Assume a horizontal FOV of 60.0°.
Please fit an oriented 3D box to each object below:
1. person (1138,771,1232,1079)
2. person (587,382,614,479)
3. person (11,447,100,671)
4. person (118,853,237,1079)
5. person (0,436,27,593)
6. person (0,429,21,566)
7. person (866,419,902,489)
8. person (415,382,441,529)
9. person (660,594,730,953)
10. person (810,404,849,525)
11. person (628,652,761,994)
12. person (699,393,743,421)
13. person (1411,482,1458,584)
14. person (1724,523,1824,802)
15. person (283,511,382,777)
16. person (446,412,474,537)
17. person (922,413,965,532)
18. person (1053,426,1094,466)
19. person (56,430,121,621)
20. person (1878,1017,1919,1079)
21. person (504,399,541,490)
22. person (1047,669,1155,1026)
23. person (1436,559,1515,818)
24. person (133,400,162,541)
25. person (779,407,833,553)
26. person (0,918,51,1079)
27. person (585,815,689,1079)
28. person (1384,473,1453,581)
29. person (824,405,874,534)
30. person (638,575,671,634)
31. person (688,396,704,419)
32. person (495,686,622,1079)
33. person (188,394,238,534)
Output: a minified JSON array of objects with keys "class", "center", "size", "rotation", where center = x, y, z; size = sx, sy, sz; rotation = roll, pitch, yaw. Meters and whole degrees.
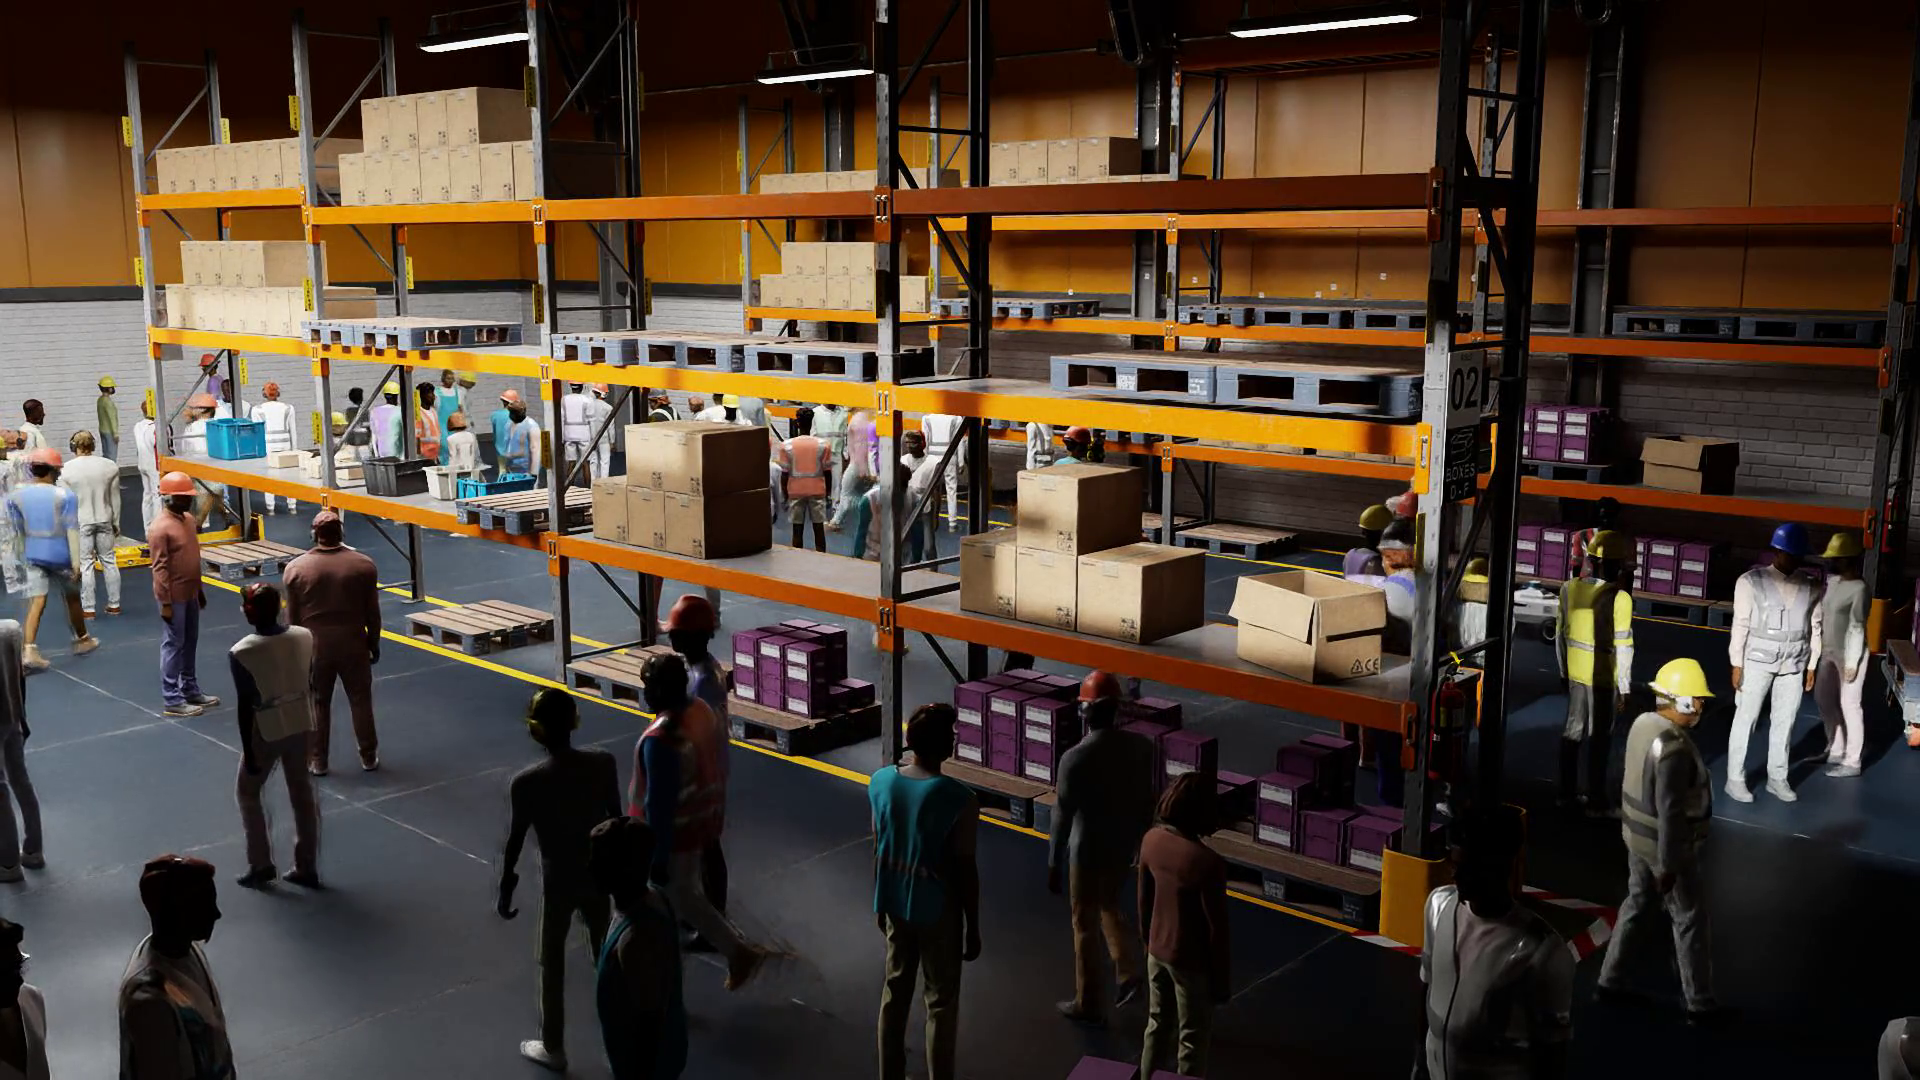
[{"class":"person","center":[0.938,1.754,6.924],"size":[0.285,1.632,0.499],"rotation":[-7,12,-33]},{"class":"person","center":[-5.646,-1.790,26.111],"size":[0.457,1.928,0.632],"rotation":[-1,10,-4]},{"class":"person","center":[-8.213,0.153,15.004],"size":[0.604,1.986,1.092],"rotation":[0,10,-1]},{"class":"person","center":[-2.495,1.910,5.363],"size":[0.361,1.877,0.585],"rotation":[-3,10,-17]},{"class":"person","center":[-10.521,-0.285,18.184],"size":[0.488,1.736,0.362],"rotation":[-1,10,-3]},{"class":"person","center":[-11.242,-0.493,19.640],"size":[0.526,1.631,0.323],"rotation":[0,10,1]},{"class":"person","center":[-0.926,-0.915,21.204],"size":[0.384,1.925,0.549],"rotation":[9,14,43]},{"class":"person","center":[-7.176,-1.148,22.392],"size":[0.372,1.966,0.608],"rotation":[1,10,7]},{"class":"person","center":[-1.417,1.241,8.957],"size":[0.350,1.942,0.545],"rotation":[-3,10,-16]},{"class":"person","center":[-1.783,-1.168,22.669],"size":[0.592,1.911,0.386],"rotation":[-6,12,-30]},{"class":"person","center":[-1.353,1.449,8.138],"size":[0.585,1.816,0.649],"rotation":[3,10,15]},{"class":"person","center":[-3.261,-1.195,22.799],"size":[0.635,1.924,0.967],"rotation":[-3,10,-16]},{"class":"person","center":[4.807,-0.088,16.798],"size":[0.404,1.827,0.586],"rotation":[-5,11,-25]},{"class":"person","center":[5.532,0.835,11.284],"size":[0.607,1.937,0.413],"rotation":[0,10,1]},{"class":"person","center":[-4.483,0.738,11.941],"size":[0.639,1.899,0.398],"rotation":[-4,11,-20]},{"class":"person","center":[-6.507,-0.850,21.650],"size":[0.278,1.631,0.507],"rotation":[4,11,19]},{"class":"person","center":[-0.223,-1.040,22.010],"size":[0.584,1.882,0.337],"rotation":[2,10,11]},{"class":"person","center":[1.144,-0.137,16.497],"size":[0.404,2.035,0.606],"rotation":[-5,11,-28]},{"class":"person","center":[-8.805,-0.151,16.836],"size":[0.372,1.940,0.630],"rotation":[7,12,36]},{"class":"person","center":[2.939,2.003,4.818],"size":[0.575,1.882,0.355],"rotation":[6,11,29]},{"class":"person","center":[-5.624,-0.904,21.405],"size":[0.642,1.834,0.430],"rotation":[8,13,38]},{"class":"person","center":[0.668,1.495,8.100],"size":[0.644,1.728,0.420],"rotation":[-7,12,-36]},{"class":"person","center":[3.395,0.982,11.008],"size":[0.483,1.735,0.323],"rotation":[-1,10,-4]},{"class":"person","center":[-10.318,-0.885,21.280],"size":[0.511,1.838,0.345],"rotation":[6,12,29]},{"class":"person","center":[-1.744,-0.531,18.904],"size":[0.600,1.967,0.368],"rotation":[-1,10,-6]},{"class":"person","center":[-2.910,1.999,4.980],"size":[0.386,1.838,0.567],"rotation":[0,10,1]},{"class":"person","center":[-1.118,1.847,5.803],"size":[0.342,1.845,0.506],"rotation":[-1,10,-7]},{"class":"person","center":[3.996,0.246,14.822],"size":[0.661,1.853,0.779],"rotation":[-3,11,-18]},{"class":"person","center":[-1.330,-1.002,21.812],"size":[1.017,1.890,0.658],"rotation":[1,10,3]},{"class":"person","center":[-3.006,-0.022,16.208],"size":[0.400,1.908,0.600],"rotation":[-5,11,-28]},{"class":"person","center":[-3.756,-1.244,23.868],"size":[0.307,1.636,0.525],"rotation":[-5,11,-27]},{"class":"person","center":[-1.739,1.556,7.461],"size":[0.573,1.839,0.807],"rotation":[-8,13,-40]},{"class":"person","center":[-9.648,-0.939,21.455],"size":[0.556,1.892,0.963],"rotation":[5,11,28]}]
